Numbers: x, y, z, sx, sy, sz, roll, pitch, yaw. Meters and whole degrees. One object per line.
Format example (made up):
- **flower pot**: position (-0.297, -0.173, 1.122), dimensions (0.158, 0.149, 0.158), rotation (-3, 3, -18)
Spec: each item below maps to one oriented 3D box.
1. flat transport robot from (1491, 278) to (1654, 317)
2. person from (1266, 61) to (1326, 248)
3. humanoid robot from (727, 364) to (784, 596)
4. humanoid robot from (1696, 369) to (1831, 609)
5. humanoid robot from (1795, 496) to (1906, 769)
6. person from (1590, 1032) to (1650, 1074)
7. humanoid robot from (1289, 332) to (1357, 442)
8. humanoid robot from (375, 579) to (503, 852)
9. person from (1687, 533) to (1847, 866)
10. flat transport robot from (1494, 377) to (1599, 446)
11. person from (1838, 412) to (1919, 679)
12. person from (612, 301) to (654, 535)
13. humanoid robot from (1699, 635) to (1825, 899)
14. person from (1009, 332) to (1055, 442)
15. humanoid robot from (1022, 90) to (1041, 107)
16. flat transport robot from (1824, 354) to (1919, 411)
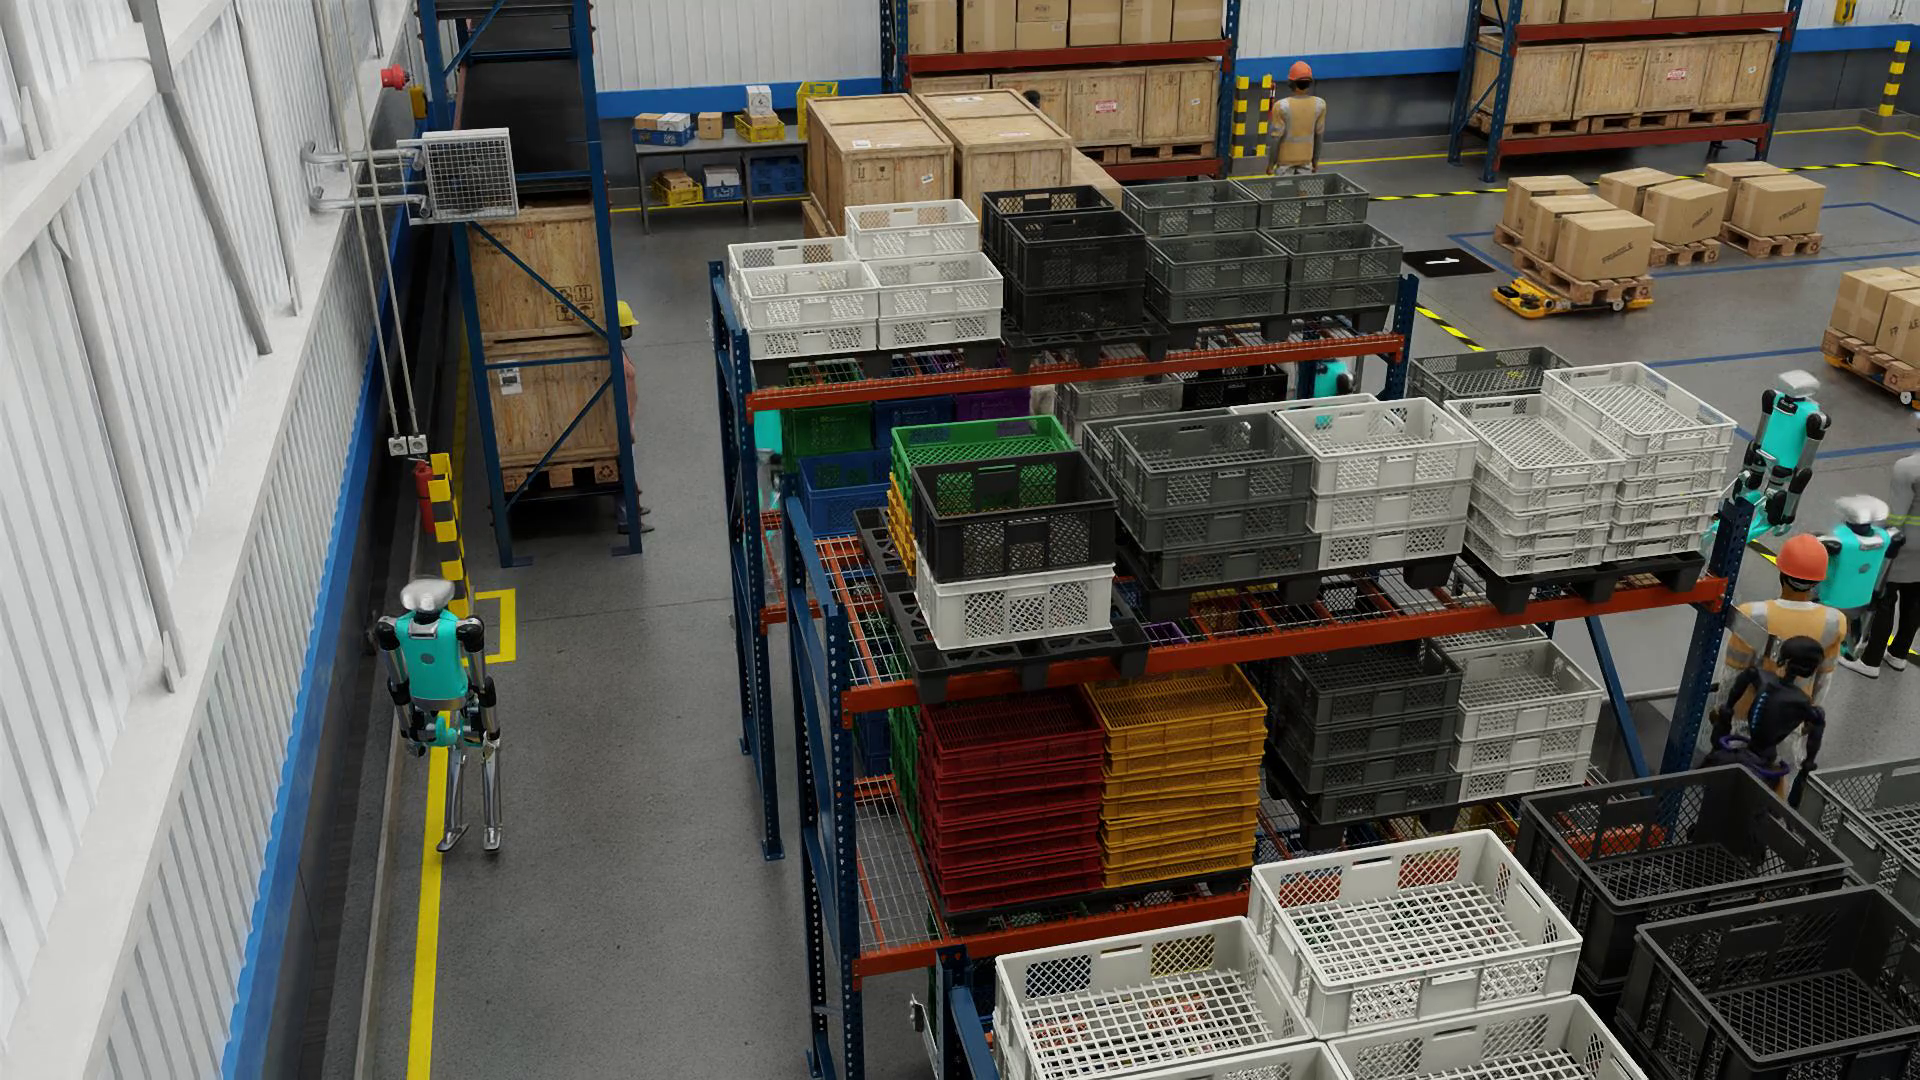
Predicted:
- **flat transport robot**: position (6.177, -2.496, 16.753), dimensions (1.431, 0.197, 0.652), rotation (-6, 28, -12)
- **person**: position (3.602, -4.133, 17.989), dimensions (0.613, 2.041, 0.375), rotation (-7, 29, -13)
- **humanoid robot**: position (-1.335, -0.244, 10.964), dimensions (0.533, 1.746, 1.012), rotation (7, 29, 13)
- **humanoid robot**: position (5.108, -0.276, 10.850), dimensions (0.735, 1.677, 0.533), rotation (-7, 29, -13)
- **humanoid robot**: position (4.858, 0.418, 9.698), dimensions (0.548, 1.780, 0.931), rotation (-5, 28, -10)
- **person**: position (2.210, 2.303, 5.906), dimensions (0.590, 1.922, 0.393), rotation (17, 32, 29)
- **humanoid robot**: position (2.243, -0.486, 11.503), dimensions (0.776, 1.891, 0.546), rotation (-14, 31, -24)
- **humanoid robot**: position (-2.623, 0.849, 8.717), dimensions (0.533, 1.677, 0.735), rotation (1, 28, 1)
- **person**: position (4.189, 0.848, 8.648), dimensions (0.543, 1.938, 0.351), rotation (4, 28, 7)
- **flat transport robot**: position (4.780, -1.036, 14.013), dimensions (0.659, 0.231, 1.431), rotation (-6, 28, -12)
- **person**: position (5.885, -0.006, 10.360), dimensions (0.596, 1.849, 0.388), rotation (-10, 29, -17)
- **person**: position (-2.454, -0.896, 12.152), dimensions (0.335, 1.760, 0.525), rotation (-8, 29, -15)
- **humanoid robot**: position (3.930, 1.191, 8.281), dimensions (0.322, 1.653, 0.614), rotation (-12, 30, -22)
- **person**: position (0.448, -0.631, 11.569), dimensions (0.502, 1.836, 0.336), rotation (19, 33, 32)
- **humanoid robot**: position (0.649, -4.126, 18.380), dimensions (0.520, 1.651, 0.593), rotation (4, 28, 7)
- **flat transport robot**: position (8.473, -1.467, 14.800), dimensions (0.652, 0.197, 1.431), rotation (-6, 28, -12)
